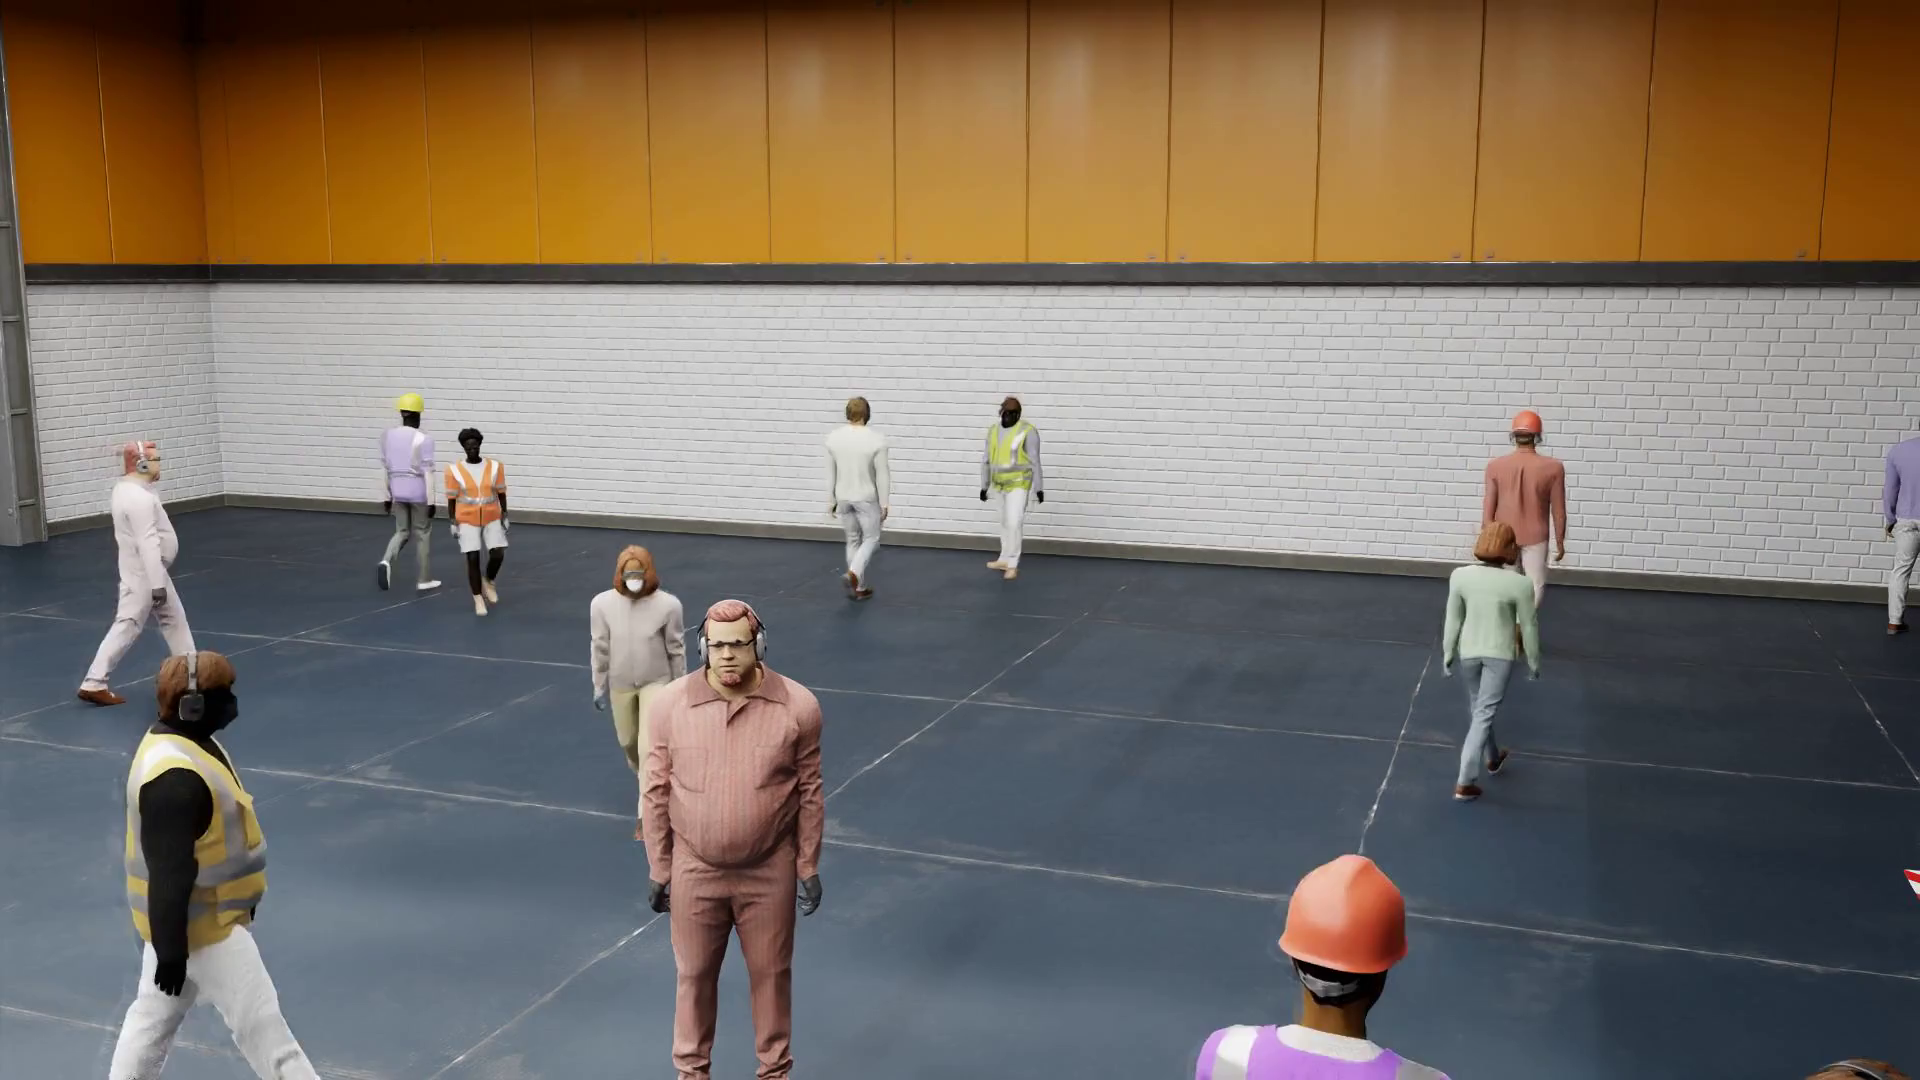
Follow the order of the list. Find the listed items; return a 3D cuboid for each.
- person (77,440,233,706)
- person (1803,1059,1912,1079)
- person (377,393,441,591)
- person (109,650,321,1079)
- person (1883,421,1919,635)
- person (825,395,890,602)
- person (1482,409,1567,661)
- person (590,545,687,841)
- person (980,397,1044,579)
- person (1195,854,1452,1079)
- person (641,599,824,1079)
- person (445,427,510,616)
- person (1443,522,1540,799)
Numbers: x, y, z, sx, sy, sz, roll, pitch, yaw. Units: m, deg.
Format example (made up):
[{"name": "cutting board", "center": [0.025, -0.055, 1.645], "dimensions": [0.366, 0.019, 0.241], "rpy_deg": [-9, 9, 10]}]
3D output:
[{"name": "person", "center": [-5.756, 0.229, 11.726], "dimensions": [1.006, 1.866, 0.655], "rpy_deg": [-5, 10, -29]}, {"name": "person", "center": [1.368, 1.698, 2.656], "dimensions": [0.634, 1.840, 0.429], "rpy_deg": [6, 11, 32]}, {"name": "person", "center": [-5.217, -0.433, 15.674], "dimensions": [0.596, 1.902, 0.684], "rpy_deg": [3, 10, 16]}, {"name": "person", "center": [-2.505, 1.246, 5.620], "dimensions": [0.977, 1.787, 0.654], "rpy_deg": [-4, 10, -24]}, {"name": "person", "center": [7.995, -0.147, 13.798], "dimensions": [0.353, 1.937, 0.635], "rpy_deg": [-7, 11, -37]}, {"name": "person", "center": [-0.948, -0.357, 15.169], "dimensions": [0.638, 1.918, 0.703], "rpy_deg": [4, 10, 21]}, {"name": "person", "center": [4.385, -0.032, 12.984], "dimensions": [0.625, 1.973, 0.829], "rpy_deg": [6, 11, 32]}, {"name": "person", "center": [-1.750, 0.774, 9.151], "dimensions": [0.512, 1.588, 0.764], "rpy_deg": [0, 9, -2]}, {"name": "person", "center": [0.464, -0.533, 16.672], "dimensions": [0.500, 1.802, 0.734], "rpy_deg": [-8, 12, -42]}, {"name": "person", "center": [0.682, 1.569, 3.249], "dimensions": [0.548, 1.915, 0.831], "rpy_deg": [5, 10, 28]}, {"name": "person", "center": [-0.794, 1.149, 5.851], "dimensions": [0.636, 1.911, 0.406], "rpy_deg": [-1, 9, -6]}, {"name": "person", "center": [-4.266, -0.168, 14.706], "dimensions": [0.548, 1.678, 0.391], "rpy_deg": [-4, 10, -25]}, {"name": "person", "center": [3.134, 0.680, 9.725], "dimensions": [0.519, 1.584, 0.850], "rpy_deg": [8, 12, 41]}]
